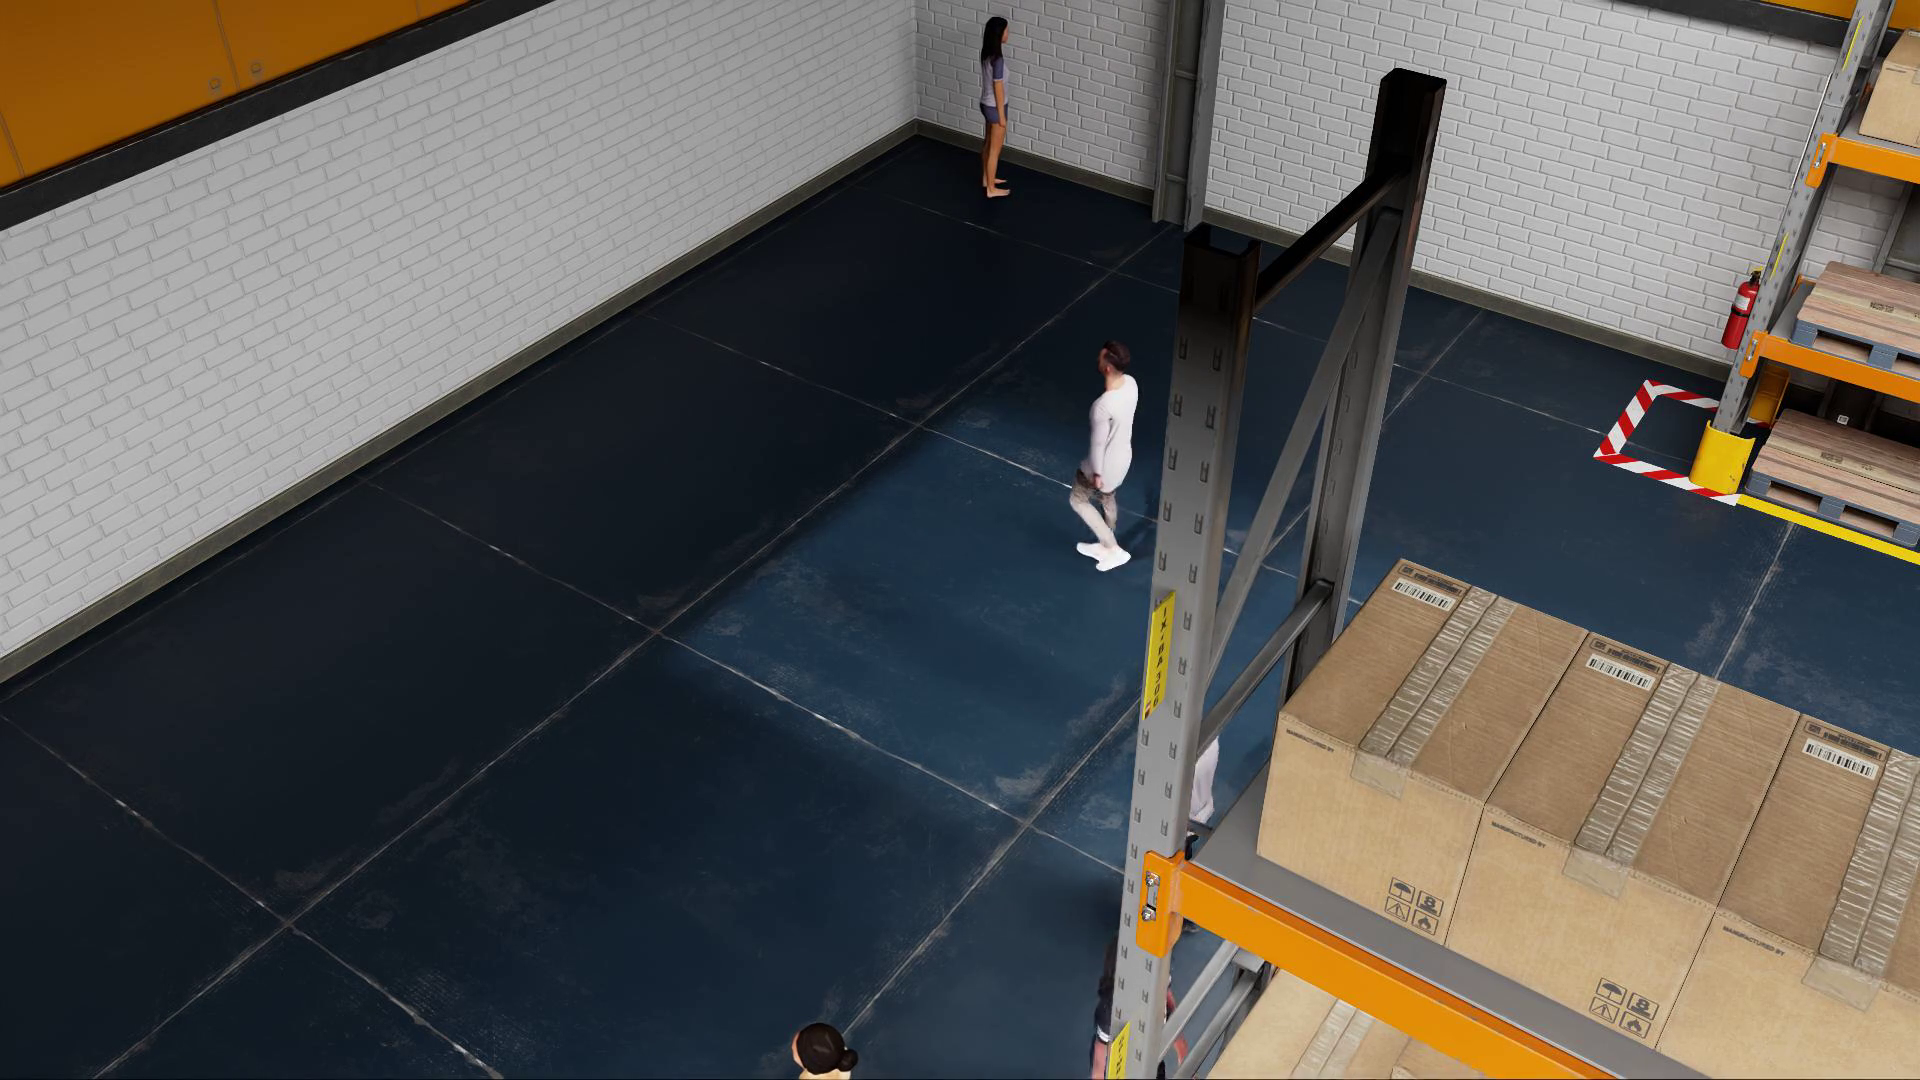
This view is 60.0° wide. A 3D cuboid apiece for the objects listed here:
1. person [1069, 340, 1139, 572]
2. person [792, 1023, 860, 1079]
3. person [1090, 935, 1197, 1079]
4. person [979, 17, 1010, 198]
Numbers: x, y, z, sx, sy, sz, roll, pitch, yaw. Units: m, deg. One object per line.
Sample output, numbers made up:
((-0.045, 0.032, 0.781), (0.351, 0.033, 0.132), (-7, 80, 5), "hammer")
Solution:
((1.050, -0.534, 11.238), (0.715, 1.828, 0.671), (24, 45, 27), "person")
((-0.573, 2.682, 7.353), (0.624, 1.651, 0.621), (11, 40, 13), "person")
((0.748, 2.372, 7.689), (0.676, 1.717, 0.743), (-28, 46, -30), "person")
((0.323, -4.116, 15.799), (0.715, 1.733, 0.640), (-9, 40, -11), "person")
